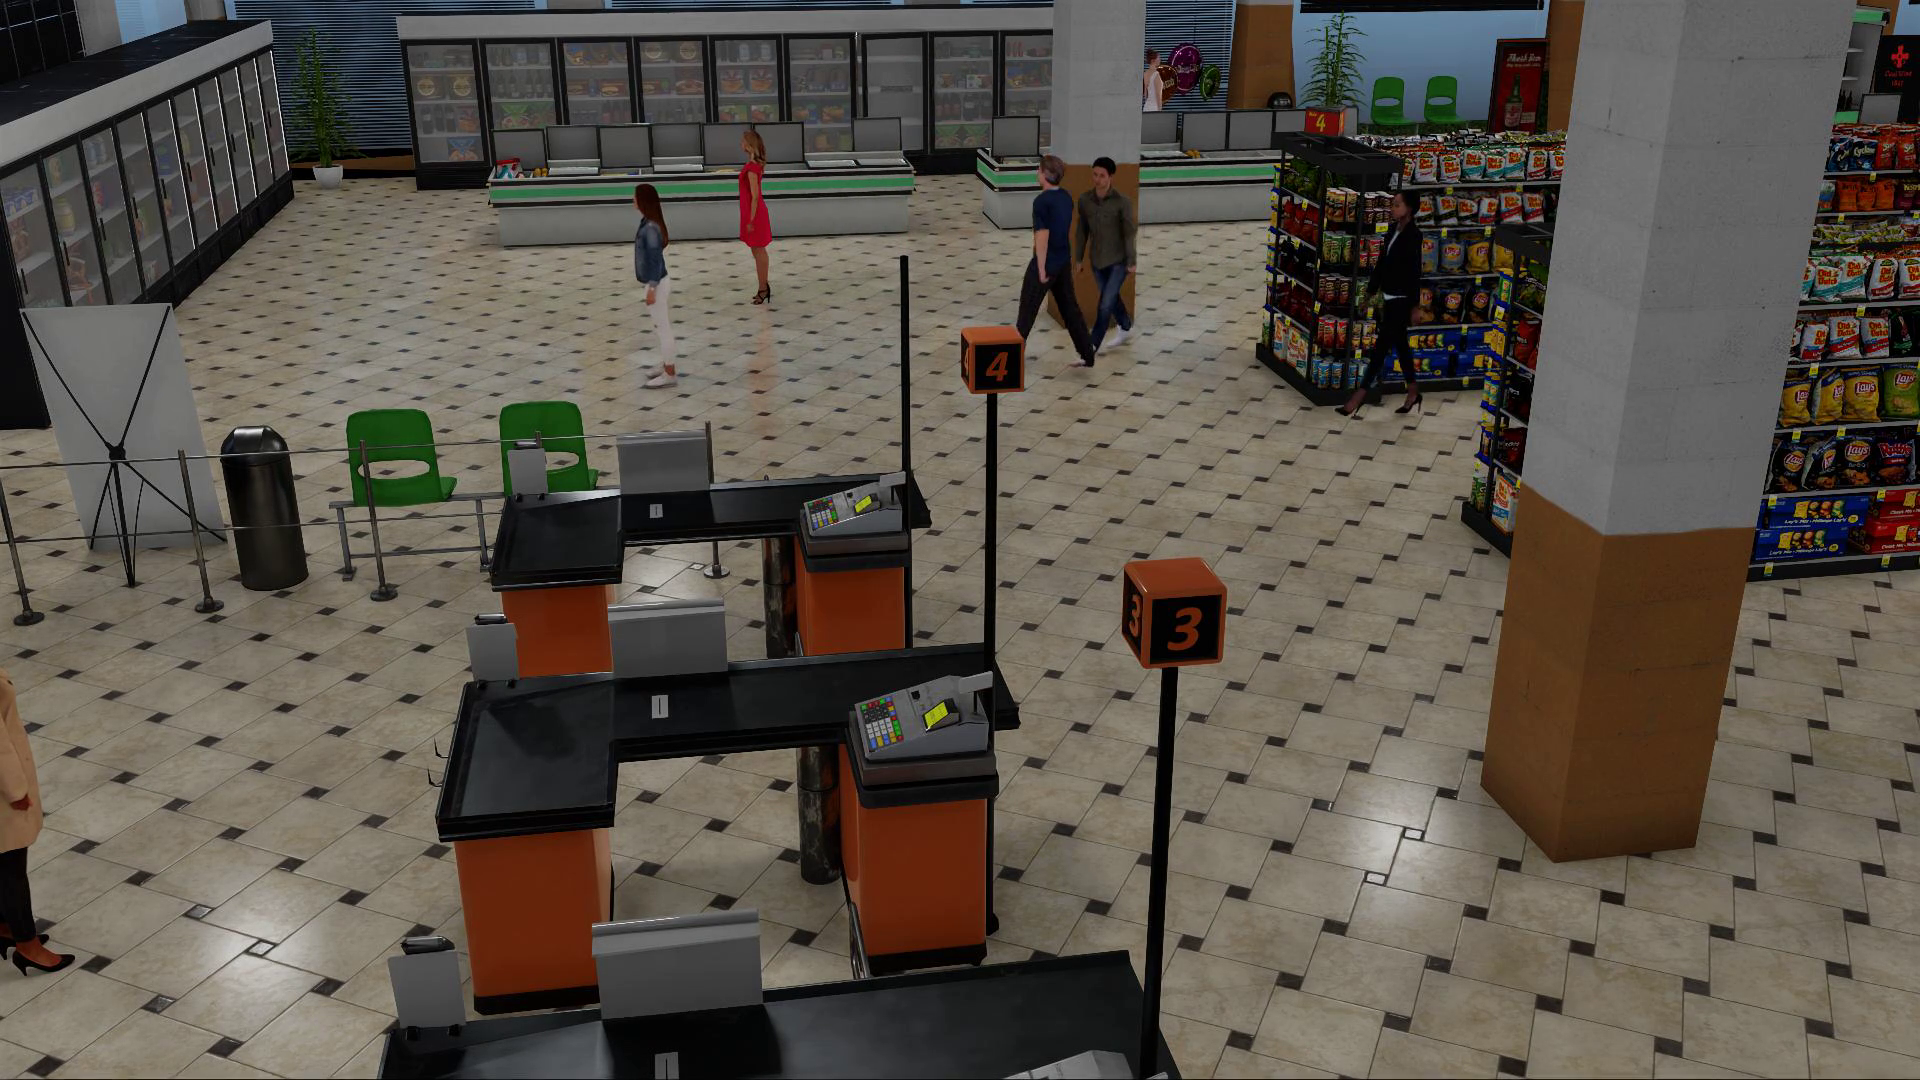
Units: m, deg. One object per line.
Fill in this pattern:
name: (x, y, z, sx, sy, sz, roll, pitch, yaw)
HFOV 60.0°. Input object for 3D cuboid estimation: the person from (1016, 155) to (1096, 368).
person: (0.869, -2.316, 14.270, 1.225, 1.811, 1.244, 19, 29, 39)

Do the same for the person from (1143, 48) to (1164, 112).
person: (2.708, -6.046, 23.578, 0.536, 1.793, 0.611, -8, 23, -19)

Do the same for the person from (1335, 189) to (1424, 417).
person: (3.526, -1.830, 13.070, 1.002, 1.804, 0.616, -4, 22, -10)

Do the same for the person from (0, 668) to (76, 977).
person: (-3.748, 0.915, 6.402, 0.707, 1.682, 0.732, 19, 29, 39)

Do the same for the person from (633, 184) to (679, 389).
person: (-2.541, -2.136, 13.969, 0.498, 1.700, 0.611, -4, 22, -9)

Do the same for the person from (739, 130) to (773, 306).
person: (-2.045, -3.248, 16.699, 0.583, 1.728, 0.604, 0, 22, -1)

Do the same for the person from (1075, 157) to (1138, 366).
person: (1.362, -2.438, 14.611, 1.277, 1.782, 1.361, 17, 27, 36)
